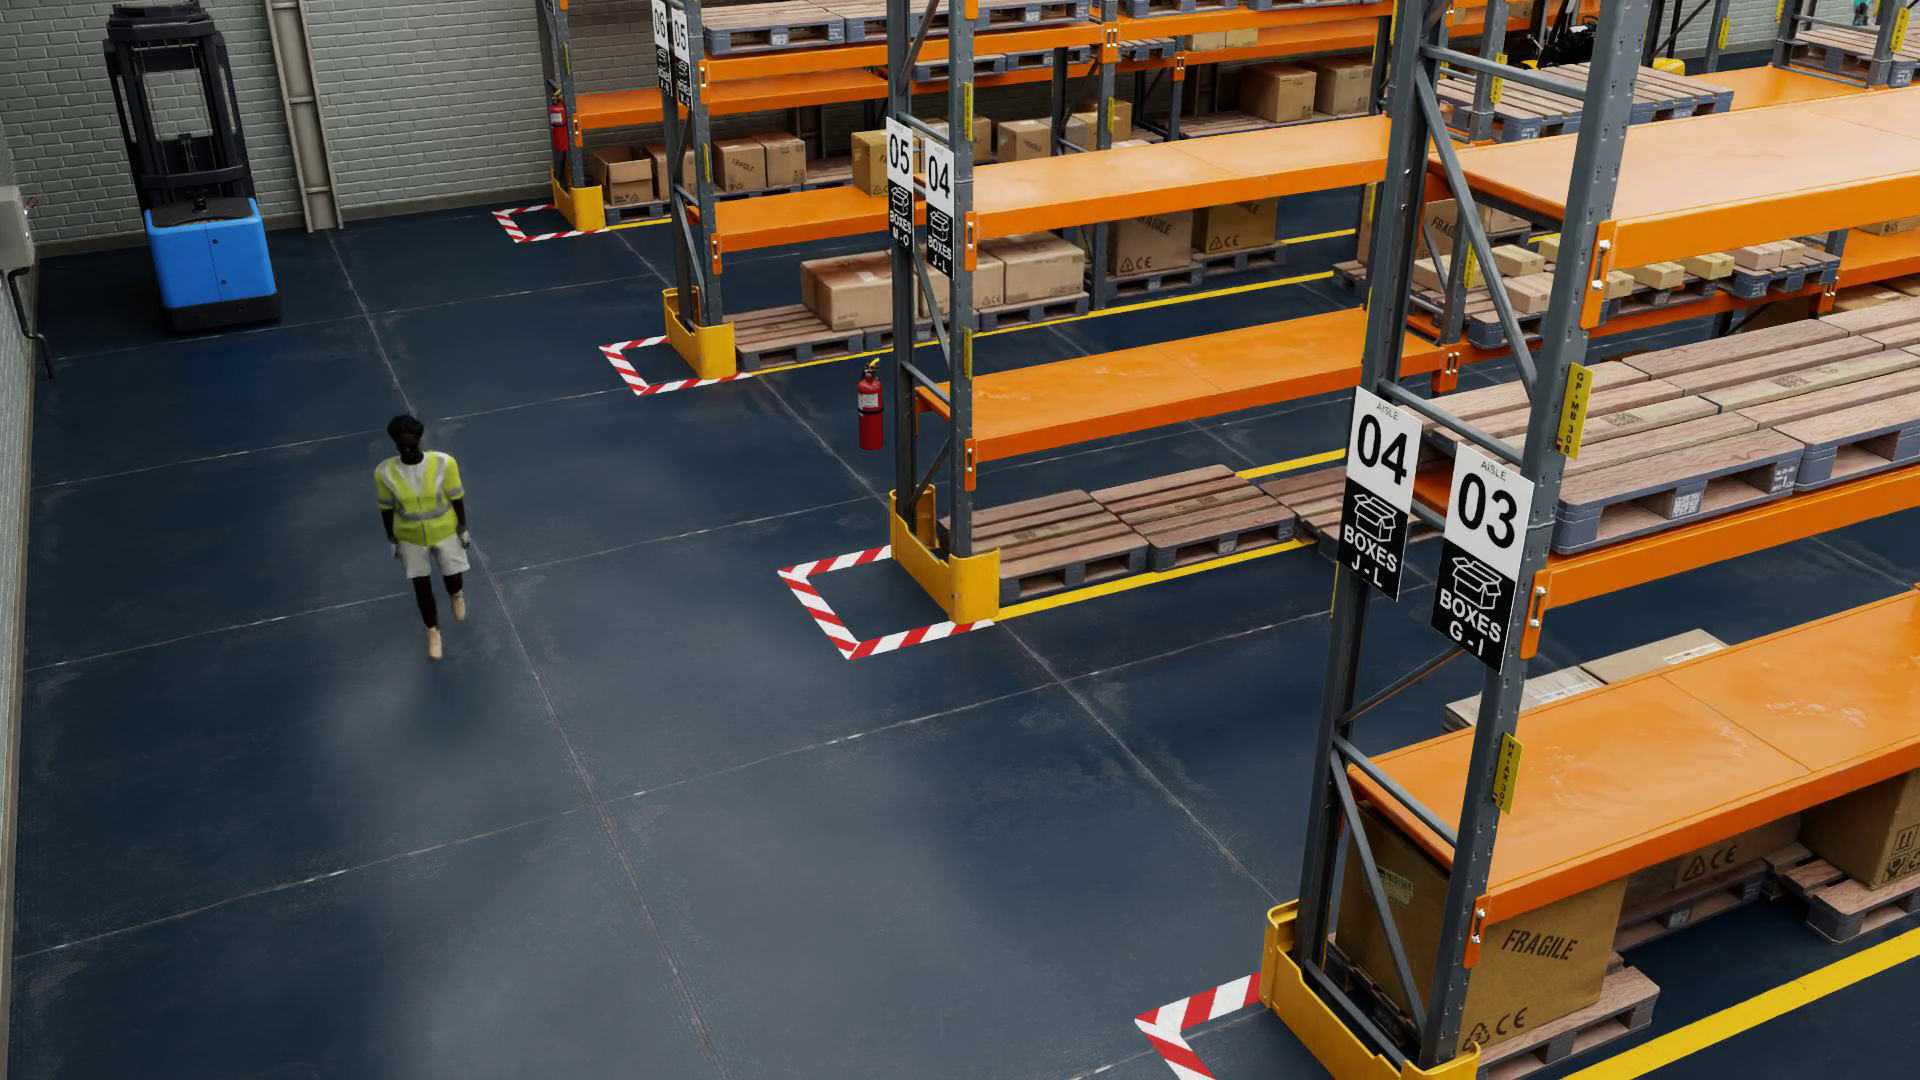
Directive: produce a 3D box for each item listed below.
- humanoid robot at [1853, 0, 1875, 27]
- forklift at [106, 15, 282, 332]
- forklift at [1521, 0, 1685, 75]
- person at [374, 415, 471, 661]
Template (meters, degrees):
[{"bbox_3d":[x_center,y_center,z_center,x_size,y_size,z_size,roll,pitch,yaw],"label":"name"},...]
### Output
[{"bbox_3d":[14.265,-7.999,25.905,0.806,1.835,0.566,10,29,18],"label":"humanoid robot"},{"bbox_3d":[-7.548,-3.672,16.323,1.129,2.768,1.873,-12,30,-22],"label":"forklift"},{"bbox_3d":[8.950,-6.807,23.056,1.214,2.155,2.313,-12,30,-22],"label":"forklift"},{"bbox_3d":[-3.423,-0.058,10.674,0.548,1.680,0.457,-7,28,-13],"label":"person"}]
